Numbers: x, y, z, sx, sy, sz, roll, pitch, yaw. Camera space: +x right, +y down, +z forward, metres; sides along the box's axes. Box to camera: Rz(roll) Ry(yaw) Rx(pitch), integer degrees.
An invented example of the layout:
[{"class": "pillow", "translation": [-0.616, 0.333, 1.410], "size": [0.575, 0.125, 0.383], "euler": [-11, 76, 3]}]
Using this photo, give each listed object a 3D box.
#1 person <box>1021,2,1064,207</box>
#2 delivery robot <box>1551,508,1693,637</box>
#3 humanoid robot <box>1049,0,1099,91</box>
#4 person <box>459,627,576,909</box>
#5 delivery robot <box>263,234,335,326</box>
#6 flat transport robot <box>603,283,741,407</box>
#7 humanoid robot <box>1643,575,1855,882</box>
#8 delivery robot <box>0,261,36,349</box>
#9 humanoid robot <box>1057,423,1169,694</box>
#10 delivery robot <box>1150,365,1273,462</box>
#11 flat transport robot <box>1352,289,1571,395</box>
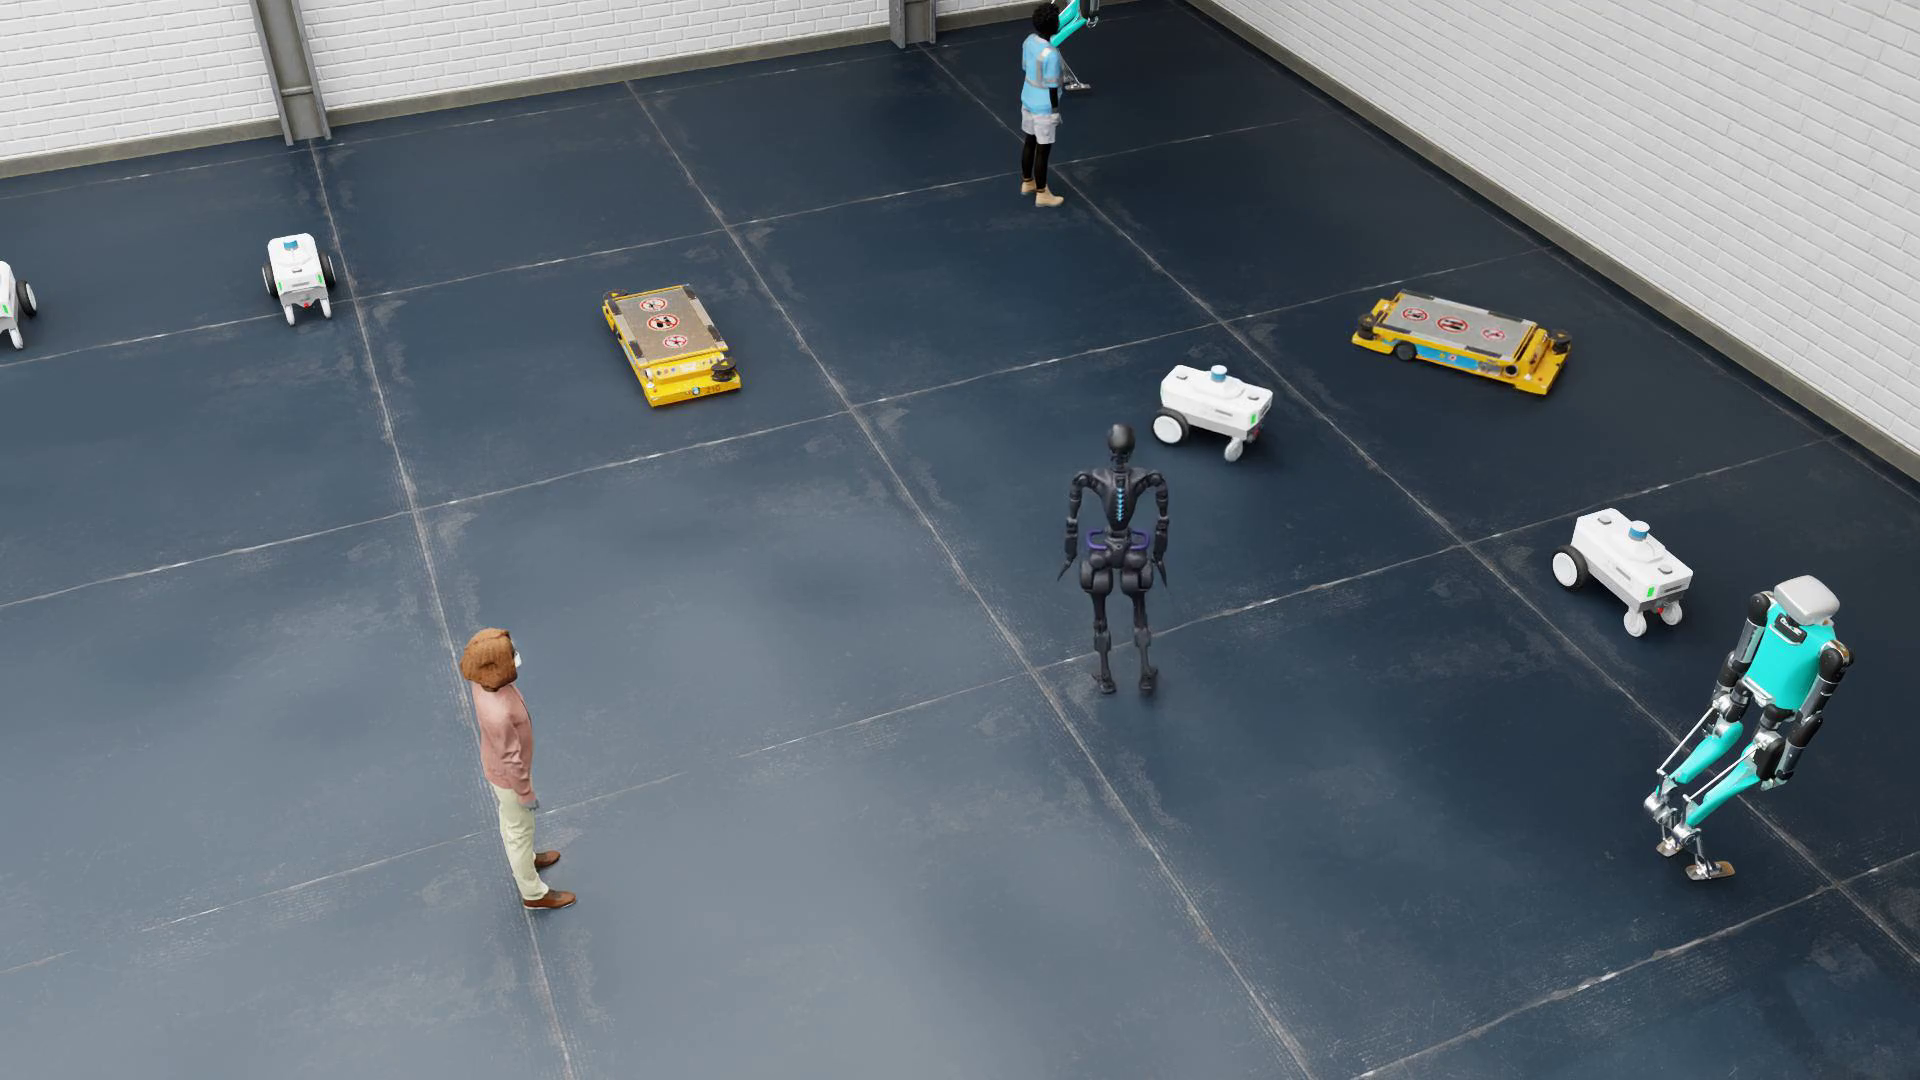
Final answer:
[{"class": "person", "translation": [0.685, -3.612, 13.801], "size": [0.322, 1.697, 0.530], "euler": [-14, 40, -17]}, {"class": "delivery robot", "translation": [3.950, 0.142, 9.831], "size": [0.499, 0.566, 0.739], "euler": [-15, 40, -18]}, {"class": "humanoid robot", "translation": [0.989, -5.023, 15.498], "size": [0.735, 1.677, 0.533], "euler": [-15, 40, -18]}, {"class": "person", "translation": [-2.081, 1.058, 7.773], "size": [0.282, 1.633, 0.498], "euler": [-14, 40, -17]}, {"class": "delivery robot", "translation": [-5.043, -2.040, 12.671], "size": [0.499, 0.566, 0.739], "euler": [-15, 40, -18]}, {"class": "flat transport robot", "translation": [-2.132, -1.463, 12.179], "size": [0.659, 0.231, 1.431], "euler": [-15, 40, -18]}, {"class": "humanoid robot", "translation": [3.545, 0.938, 7.738], "size": [0.735, 1.677, 0.533], "euler": [-15, 40, -18]}, {"class": "delivery robot", "translation": [-7.190, -1.765, 12.312], "size": [0.499, 0.566, 0.739], "euler": [-15, 40, -18]}, {"class": "humanoid robot", "translation": [0.834, 0.123, 8.968], "size": [0.602, 1.643, 0.401], "euler": [1, 38, 1]}, {"class": "delivery robot", "translation": [1.686, -0.897, 11.211], "size": [0.771, 0.599, 0.525], "euler": [19, 42, 23]}, {"class": "flat transport robot", "translation": [3.673, -1.468, 12.184], "size": [1.431, 0.231, 0.659], "euler": [19, 42, 23]}]
